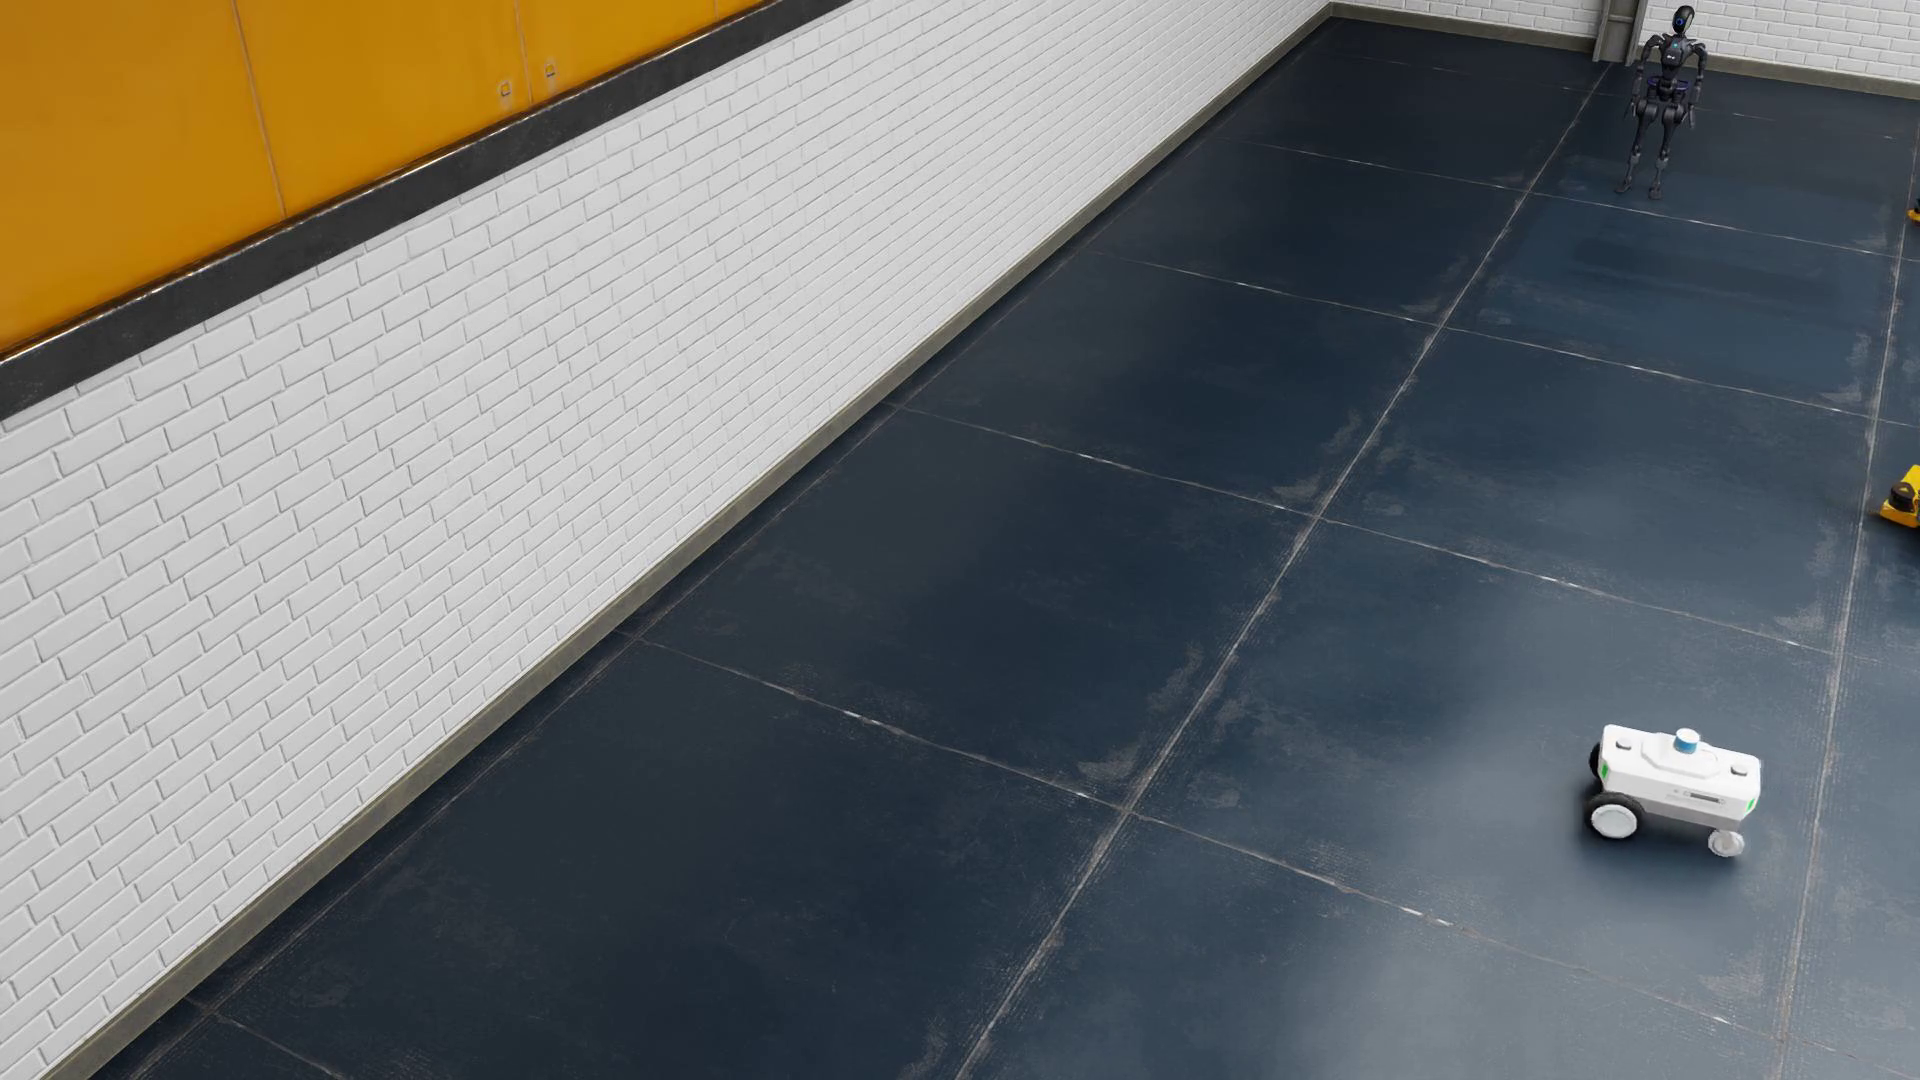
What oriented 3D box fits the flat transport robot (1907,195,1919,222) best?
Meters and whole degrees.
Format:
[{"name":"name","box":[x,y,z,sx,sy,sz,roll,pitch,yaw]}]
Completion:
[{"name":"flat transport robot","box":[8.761,-2.597,13.841,0.659,0.231,1.431,-21,39,-28]}]

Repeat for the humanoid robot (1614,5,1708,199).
[{"name":"humanoid robot","box":[6.056,-3.762,14.300,0.599,1.657,0.315,19,38,26]}]

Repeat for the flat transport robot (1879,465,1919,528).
[{"name":"flat transport robot","box":[6.468,-0.092,10.114,1.431,0.231,0.659,26,42,33]}]

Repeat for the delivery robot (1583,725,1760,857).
[{"name":"delivery robot","box":[3.397,1.164,7.998,0.781,0.605,0.499,12,36,17]}]
